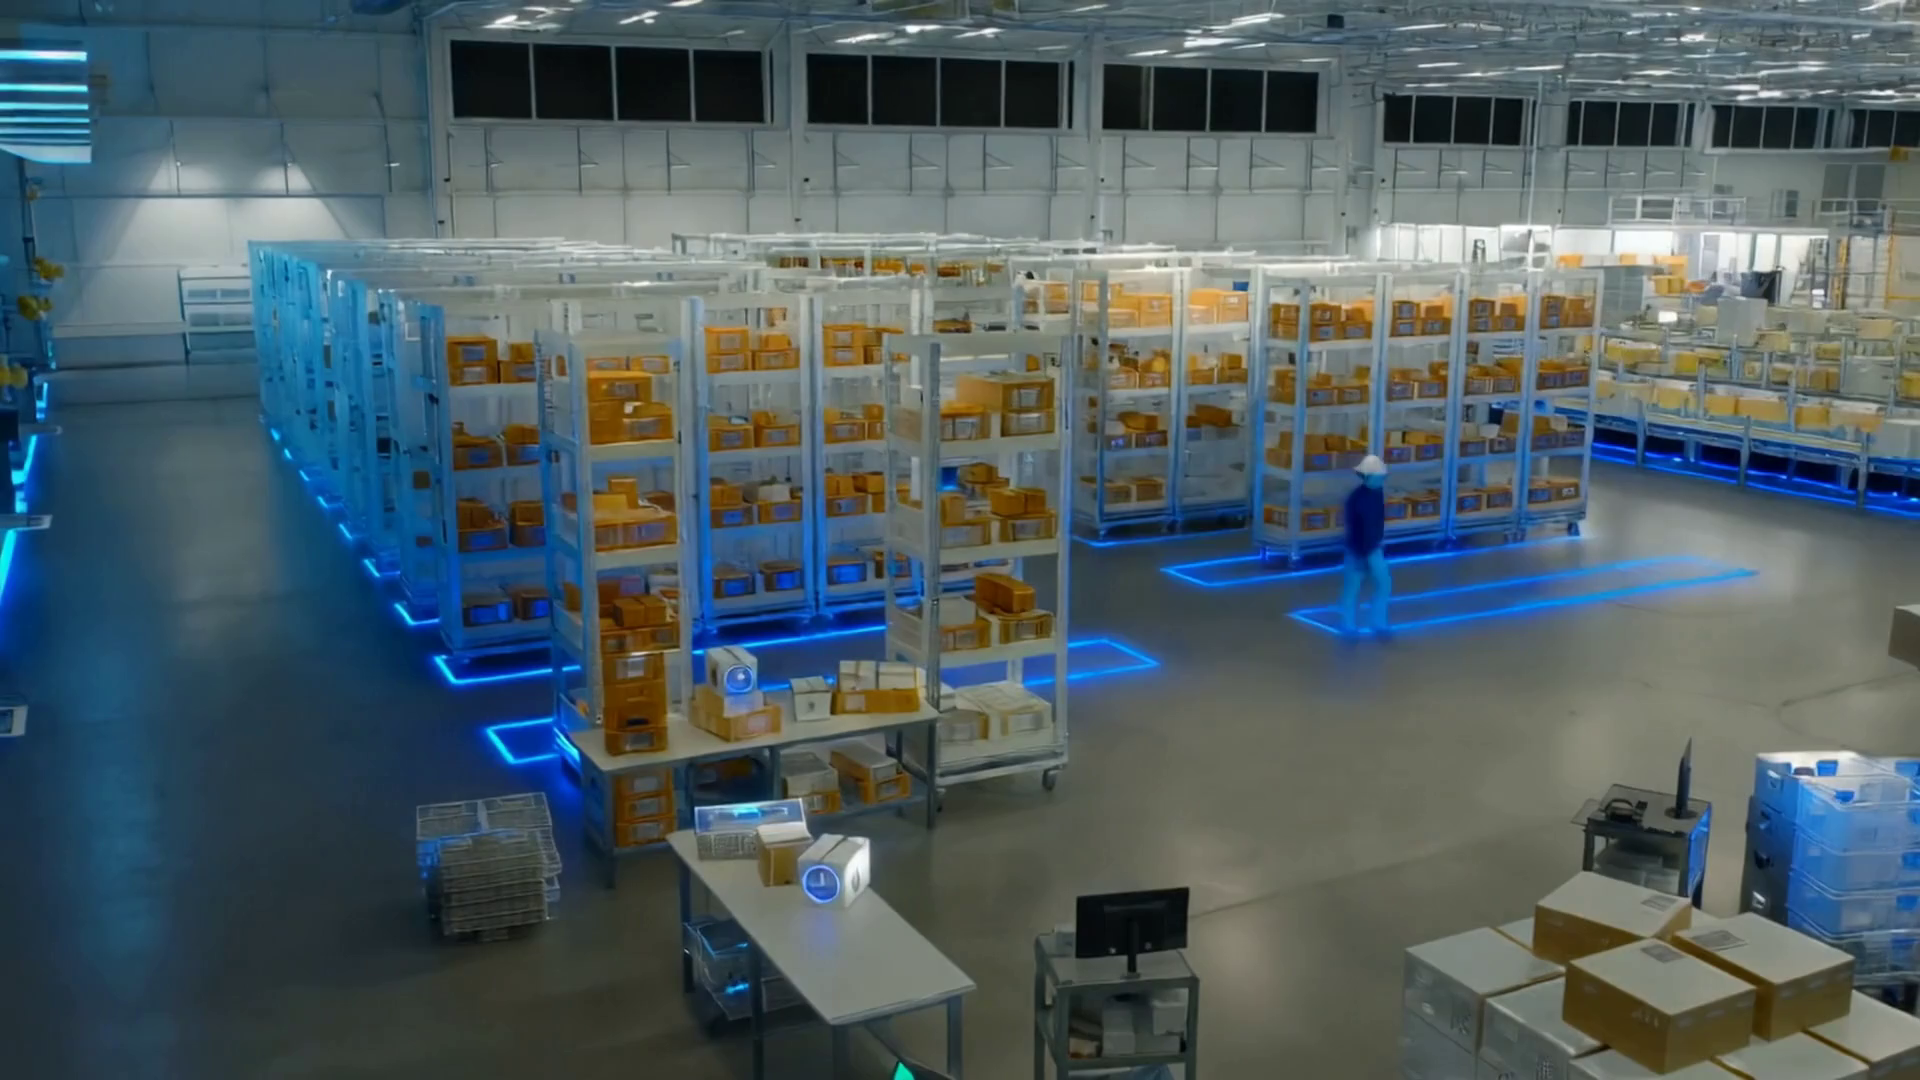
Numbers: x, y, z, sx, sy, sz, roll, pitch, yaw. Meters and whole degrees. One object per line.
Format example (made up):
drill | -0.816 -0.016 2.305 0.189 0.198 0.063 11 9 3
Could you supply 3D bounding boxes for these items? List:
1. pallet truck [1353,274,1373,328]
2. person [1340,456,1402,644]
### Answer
pallet truck | 13.011 -8.050 55.243 0.823 1.965 1.885 -7 14 -28
person | 4.254 0.125 17.064 0.660 1.966 0.788 -11 16 -42
